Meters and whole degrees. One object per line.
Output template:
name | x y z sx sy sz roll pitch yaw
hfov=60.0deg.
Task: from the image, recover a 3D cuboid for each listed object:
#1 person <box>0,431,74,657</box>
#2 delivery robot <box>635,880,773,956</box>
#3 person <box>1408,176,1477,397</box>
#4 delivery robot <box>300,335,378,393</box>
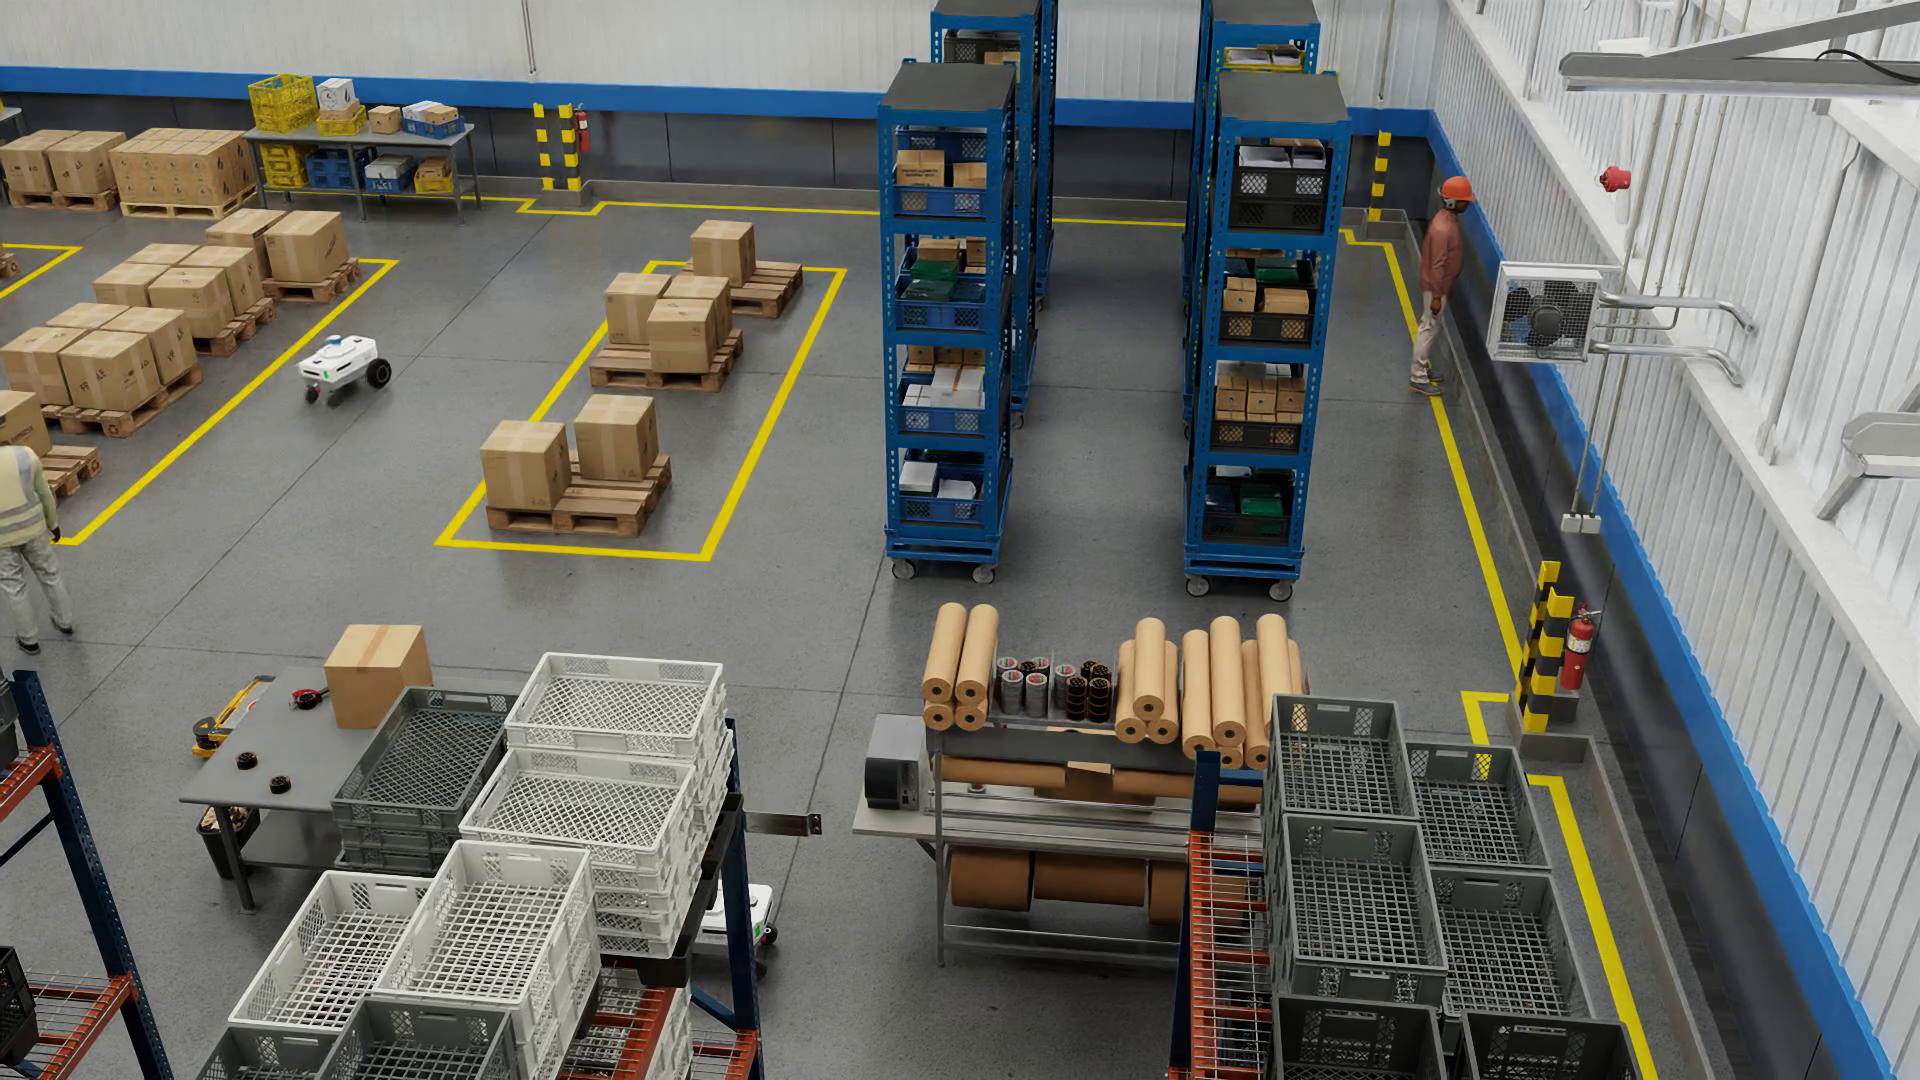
person | -6.434 -0.068 11.255 0.628 1.824 0.477 -23 37 -33
delivery robot | -1.361 1.987 8.863 0.707 0.478 0.477 3 30 6
person | 4.296 -2.285 14.869 0.388 1.992 0.625 9 32 16
delivery robot | -5.614 -1.615 15.049 0.477 0.478 0.707 13 33 21
